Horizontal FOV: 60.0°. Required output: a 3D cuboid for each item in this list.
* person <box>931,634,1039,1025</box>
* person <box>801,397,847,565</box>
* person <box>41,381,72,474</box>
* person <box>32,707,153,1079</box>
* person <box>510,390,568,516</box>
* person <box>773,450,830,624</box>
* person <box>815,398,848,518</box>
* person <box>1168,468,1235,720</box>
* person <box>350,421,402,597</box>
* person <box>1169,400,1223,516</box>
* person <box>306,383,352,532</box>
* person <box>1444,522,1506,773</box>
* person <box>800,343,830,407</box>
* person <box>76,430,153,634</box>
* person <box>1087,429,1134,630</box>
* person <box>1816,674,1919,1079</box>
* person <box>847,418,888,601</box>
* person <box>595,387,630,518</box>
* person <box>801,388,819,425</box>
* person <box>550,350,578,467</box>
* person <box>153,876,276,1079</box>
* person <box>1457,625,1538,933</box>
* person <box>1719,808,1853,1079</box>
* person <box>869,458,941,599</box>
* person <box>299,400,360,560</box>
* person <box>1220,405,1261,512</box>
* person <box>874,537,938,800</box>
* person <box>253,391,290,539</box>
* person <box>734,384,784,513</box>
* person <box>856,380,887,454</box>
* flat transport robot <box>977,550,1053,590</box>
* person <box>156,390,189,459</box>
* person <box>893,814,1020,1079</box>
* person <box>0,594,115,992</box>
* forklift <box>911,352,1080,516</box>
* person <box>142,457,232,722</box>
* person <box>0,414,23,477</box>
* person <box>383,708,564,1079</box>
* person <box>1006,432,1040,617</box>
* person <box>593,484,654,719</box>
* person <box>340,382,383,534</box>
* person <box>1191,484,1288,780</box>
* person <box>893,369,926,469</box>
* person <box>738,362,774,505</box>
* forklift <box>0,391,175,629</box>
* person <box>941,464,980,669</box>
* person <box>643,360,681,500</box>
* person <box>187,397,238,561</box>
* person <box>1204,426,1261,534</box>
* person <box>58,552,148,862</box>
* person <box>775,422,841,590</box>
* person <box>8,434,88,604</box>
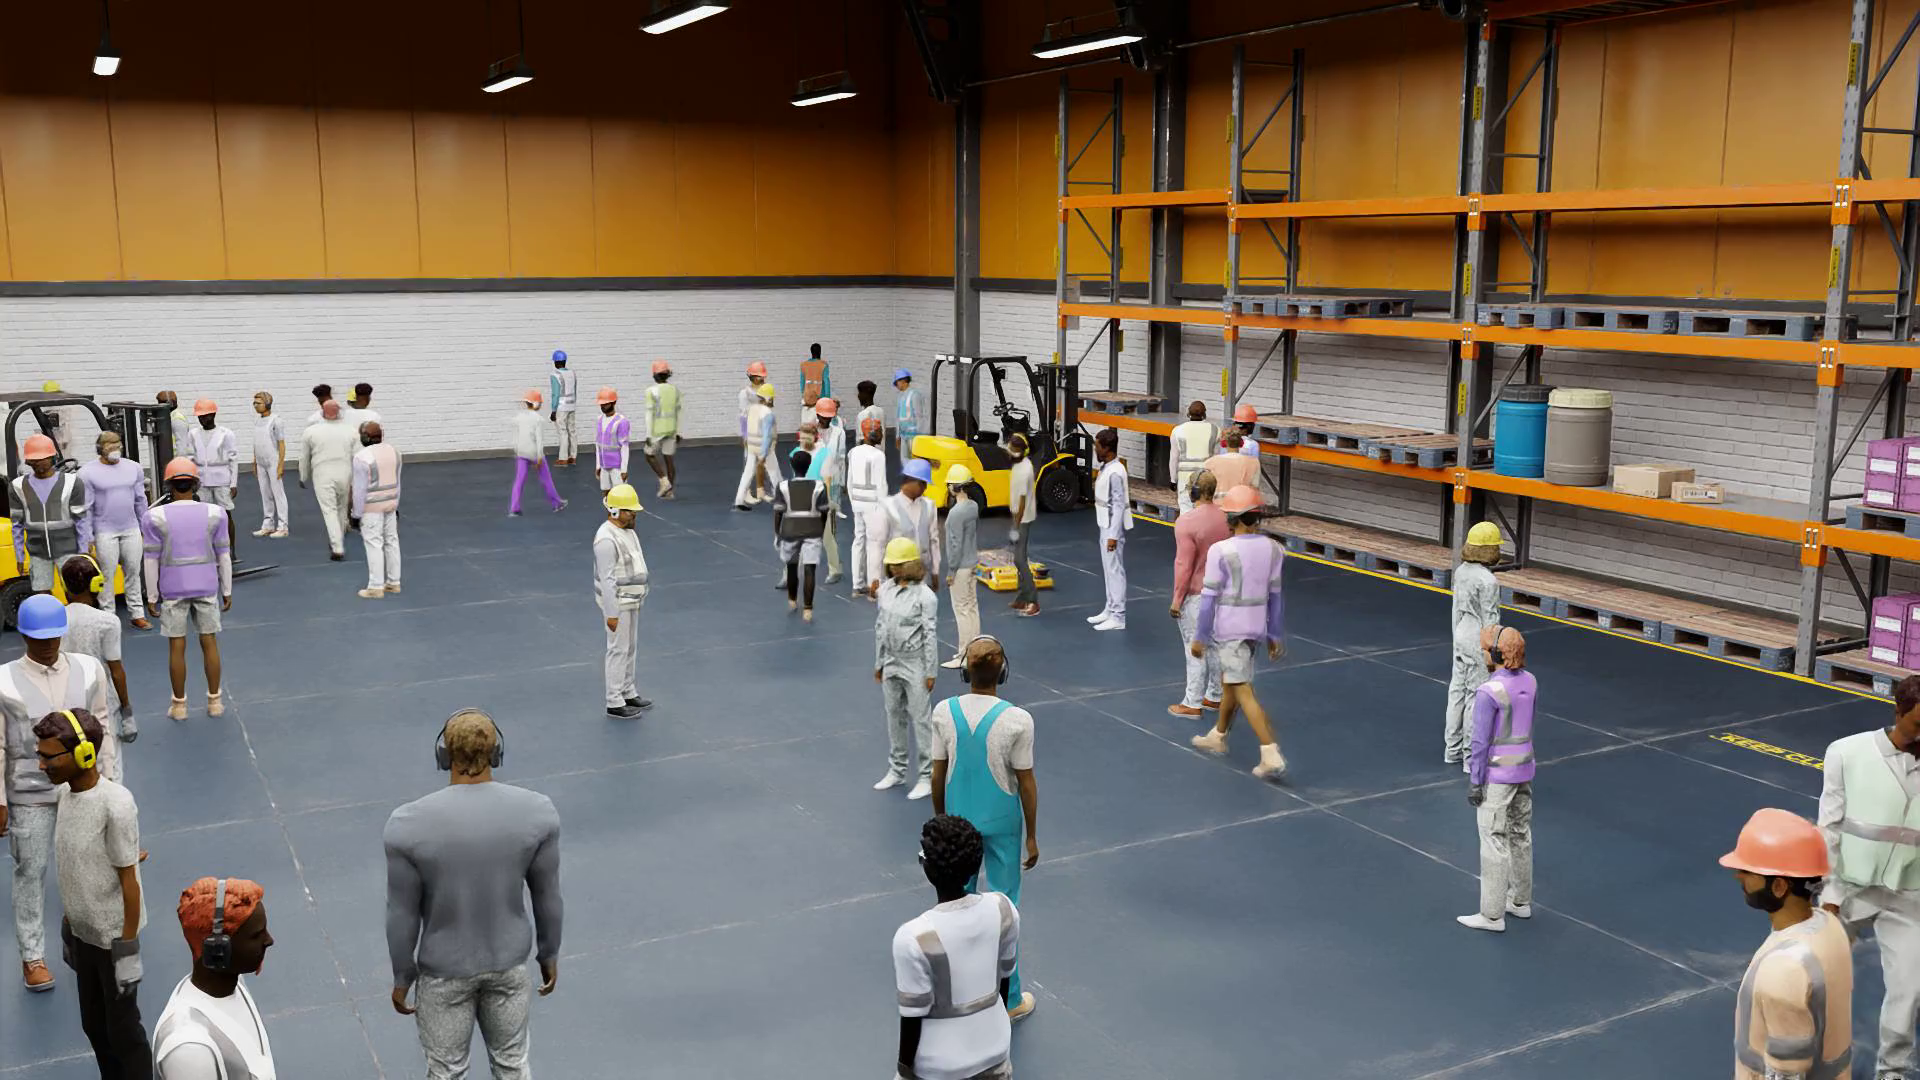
[{"bbox_3d":[0.120,1.339,7.713,0.513,1.846,0.334,4,11,22],"label":"person"},{"bbox_3d":[-1.551,-0.674,19.058,0.543,1.931,0.371,-4,11,-22],"label":"person"},{"bbox_3d":[-13.098,-1.456,24.164,0.483,1.723,0.400,1,10,8],"label":"person"},{"bbox_3d":[-3.349,1.555,6.458,0.524,1.857,0.341,7,12,35],"label":"person"},{"bbox_3d":[-5.804,-1.189,22.673,0.562,1.703,0.930,6,11,30],"label":"person"},{"bbox_3d":[-1.545,-0.054,16.276,0.541,1.646,0.836,0,10,-2],"label":"person"},{"bbox_3d":[-1.726,-1.088,22.287,0.518,1.637,0.309,-10,14,-44],"label":"person"},{"bbox_3d":[1.852,0.411,12.791,0.631,1.940,0.372,-9,13,-41],"label":"person"},{"bbox_3d":[-6.080,-0.318,17.292,0.431,1.838,0.643,4,11,22],"label":"person"},{"bbox_3d":[2.775,-0.721,19.587,0.624,1.845,0.430,1,10,4],"label":"person"},{"bbox_3d":[-7.909,-1.018,21.075,0.667,1.920,0.784,-4,11,-20],"label":"person"},{"bbox_3d":[3.578,0.734,11.491,0.294,1.744,0.491,-2,10,-13],"label":"person"},{"bbox_3d":[-2.631,-2.628,30.350,0.596,1.917,0.384,5,11,25],"label":"person"},{"bbox_3d":[-7.928,-0.074,15.618,0.379,1.931,0.635,7,12,37],"label":"person"},{"bbox_3d":[1.445,-0.101,15.805,0.395,1.917,0.590,-1,10,-3],"label":"person"},{"bbox_3d":[3.810,1.447,6.952,0.760,1.896,0.530,1,10,7],"label":"person"},{"bbox_3d":[-0.933,-0.319,17.155,0.349,1.881,0.577,-8,13,-38],"label":"person"},{"bbox_3d":[-4.312,-0.930,20.546,0.546,1.929,0.391,8,12,38],"label":"person"},{"bbox_3d":[-2.134,-1.358,23.854,0.274,1.631,0.507,-7,12,-37],"label":"person"},{"bbox_3d":[-6.621,-2.197,27.775,0.383,1.950,0.601,4,11,23],"label":"person"},{"bbox_3d":[-2.052,1.852,4.673,0.359,1.880,0.575,-2,10,-14],"label":"person"},{"bbox_3d":[2.872,1.256,8.821,0.514,1.631,0.318,-9,13,-41],"label":"person"},{"bbox_3d":[2.460,1.749,5.212,0.550,1.893,0.939,-10,14,-44],"label":"person"},{"bbox_3d":[-0.510,0.259,13.791,0.687,1.912,0.752,-7,12,-37],"label":"person"},{"bbox_3d":[-7.381,-0.714,19.551,0.647,1.852,1.032,-7,12,-34],"label":"person"},{"bbox_3d":[3.049,-0.489,17.974,0.375,1.939,0.546,-6,12,-33],"label":"person"},{"bbox_3d":[-0.371,0.834,10.949,0.494,1.735,0.328,8,13,39],"label":"person"},{"bbox_3d":[-8.660,-0.938,20.825,0.507,1.846,0.343,5,11,27],"label":"person"},{"bbox_3d":[-2.716,-1.262,22.899,0.959,1.779,0.589,-9,13,-41],"label":"person"},{"bbox_3d":[-1.141,-1.052,21.137,0.365,1.962,0.612,4,11,21],"label":"person"},{"bbox_3d":[0.430,0.303,18.211,0.652,0.197,1.431,-4,10,-20],"label":"flat transport robot"},{"bbox_3d":[-9.972,-0.981,21.092,0.429,1.839,0.634,-7,12,-35],"label":"person"},{"bbox_3d":[-0.020,1.763,5.698,0.532,1.697,0.322,-9,13,-41],"label":"person"},{"bbox_3d":[-4.441,1.213,8.155,0.405,1.943,0.614,8,12,37],"label":"person"},{"bbox_3d":[0.460,-1.461,22.833,2.313,2.155,1.214,-5,11,-28],"label":"forklift"},{"bbox_3d":[-5.903,0.377,12.744,0.611,2.030,0.410,-7,12,-33],"label":"person"},{"bbox_3d":[-11.991,-0.922,20.717,0.582,1.849,0.503,-8,13,-38],"label":"person"},{"bbox_3d":[-1.784,1.570,6.162,0.641,1.927,0.385,-5,11,-27],"label":"person"},{"bbox_3d":[0.605,-0.164,16.437,0.342,1.832,0.651,0,10,1],"label":"person"},{"bbox_3d":[-2.599,0.471,12.803,0.403,1.817,0.601,1,10,5],"label":"person"},{"bbox_3d":[-7.593,-1.034,21.137,0.623,1.938,0.456,3,10,17],"label":"person"},{"bbox_3d":[1.949,0.615,11.461,0.626,1.998,1.035,-7,12,-33],"label":"person"},{"bbox_3d":[-0.688,-1.484,23.851,0.390,1.896,0.699,-5,11,-28],"label":"person"},{"bbox_3d":[-2.871,-1.518,23.639,0.405,2.035,0.602,6,12,33],"label":"person"},{"bbox_3d":[-9.026,-0.363,16.508,1.214,2.155,2.313,6,11,29],"label":"forklift"},{"bbox_3d":[-0.002,0.227,14.346,0.315,1.767,0.535,4,10,20],"label":"person"},{"bbox_3d":[-4.279,-1.571,23.932,0.622,2.031,0.448,-10,14,-44],"label":"person"},{"bbox_3d":[-8.526,-0.660,18.963,0.551,1.934,0.373,0,10,1],"label":"person"},{"bbox_3d":[2.727,-0.218,16.709,0.563,1.837,0.386,2,10,10],"label":"person"},{"bbox_3d":[-5.031,1.000,9.635,0.514,1.861,0.322,2,10,11],"label":"person"},{"bbox_3d":[-1.578,-0.366,17.703,0.564,1.788,0.935,5,11,26],"label":"person"},{"bbox_3d":[-7.853,0.094,14.365,0.601,2.035,0.415,-3,10,-16],"label":"person"}]
